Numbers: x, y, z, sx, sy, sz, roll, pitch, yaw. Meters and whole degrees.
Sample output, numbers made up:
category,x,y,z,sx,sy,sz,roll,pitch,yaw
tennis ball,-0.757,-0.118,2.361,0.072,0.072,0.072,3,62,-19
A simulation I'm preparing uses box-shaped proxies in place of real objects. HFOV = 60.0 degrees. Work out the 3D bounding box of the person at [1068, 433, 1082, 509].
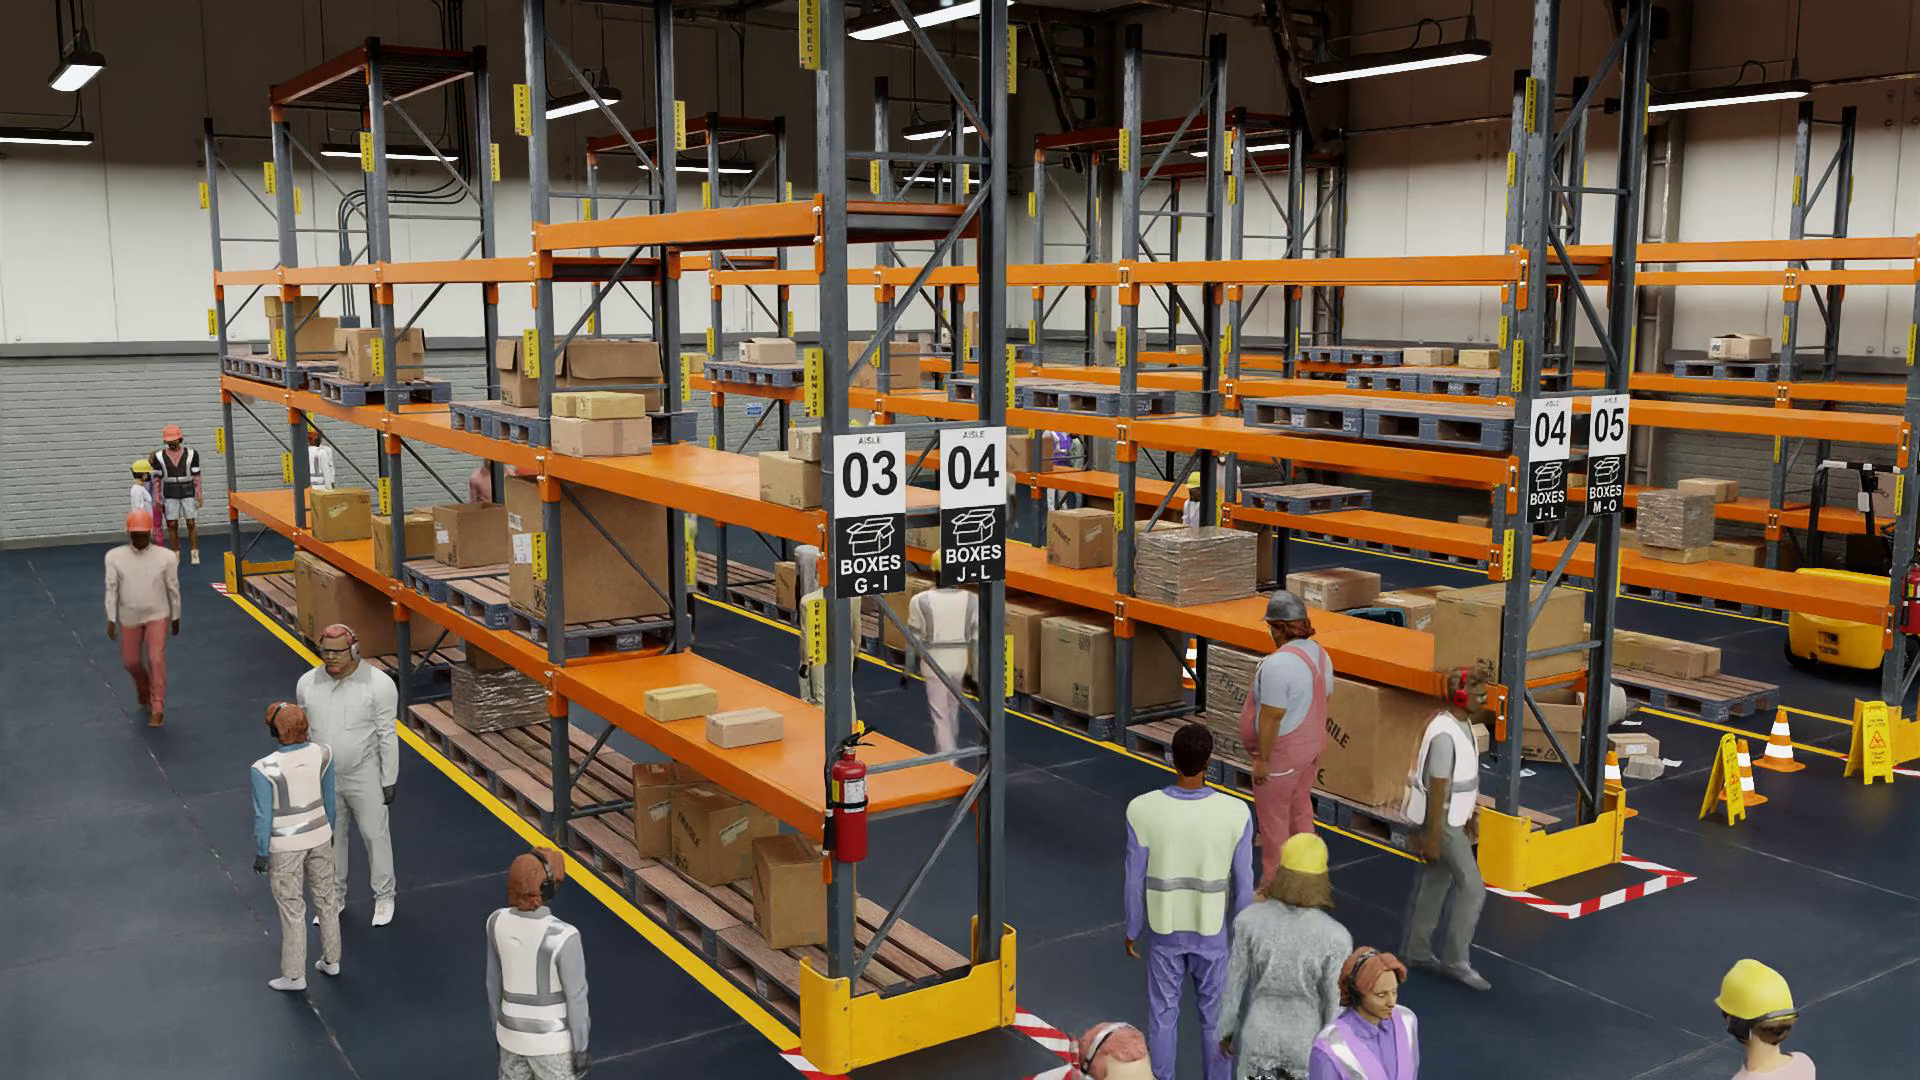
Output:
category,x,y,z,sx,sy,sz,roll,pitch,yaw
person,1.975,-1.228,28.880,0.282,1.636,0.500,-1,9,-8

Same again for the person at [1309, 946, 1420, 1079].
category,x,y,z,sx,sy,sz,roll,pitch,yaw
person,1.430,2.224,5.915,0.519,1.633,0.311,-6,10,-34

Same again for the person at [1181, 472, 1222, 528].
category,x,y,z,sx,sy,sz,roll,pitch,yaw
person,2.784,0.110,19.374,0.404,1.823,0.596,-6,10,-34

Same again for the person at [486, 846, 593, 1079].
category,x,y,z,sx,sy,sz,roll,pitch,yaw
person,-1.737,2.075,6.871,0.515,1.641,0.314,5,10,30

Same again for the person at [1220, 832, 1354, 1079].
category,x,y,z,sx,sy,sz,roll,pitch,yaw
person,1.298,2.057,6.746,0.539,1.707,0.708,4,9,22

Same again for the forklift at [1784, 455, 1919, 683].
category,x,y,z,sx,sy,sz,roll,pitch,yaw
forklift,9.643,0.253,17.172,2.313,2.155,1.214,-6,10,-33

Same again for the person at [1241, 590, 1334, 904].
category,x,y,z,sx,sy,sz,roll,pitch,yaw
person,2.063,1.311,10.635,0.537,2.000,0.686,7,11,40

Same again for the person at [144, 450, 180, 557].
category,x,y,z,sx,sy,sz,roll,pitch,yaw
person,-11.482,-0.480,23.909,0.268,1.632,0.507,7,11,39

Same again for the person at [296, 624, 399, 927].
category,x,y,z,sx,sy,sz,roll,pitch,yaw
person,-3.770,1.446,10.228,0.641,1.899,0.394,1,9,4

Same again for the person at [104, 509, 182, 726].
category,x,y,z,sx,sy,sz,roll,pitch,yaw
person,-7.400,0.673,15.104,0.621,1.972,0.686,-3,9,-18

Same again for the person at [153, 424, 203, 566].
category,x,y,z,sx,sy,sz,roll,pitch,yaw
person,-11.087,-0.630,23.591,0.620,2.031,0.404,-3,9,-21

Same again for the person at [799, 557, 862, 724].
category,x,y,z,sx,sy,sz,roll,pitch,yaw
person,-1.091,0.966,13.904,0.561,1.744,0.338,-4,10,-27

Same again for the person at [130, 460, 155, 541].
category,x,y,z,sx,sy,sz,roll,pitch,yaw
person,-10.419,-0.147,21.261,0.325,1.765,0.534,-4,9,-24

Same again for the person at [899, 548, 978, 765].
category,x,y,z,sx,sy,sz,roll,pitch,yaw
person,-0.146,0.999,13.244,0.626,1.919,0.653,-3,9,-20

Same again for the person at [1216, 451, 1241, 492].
category,x,y,z,sx,sy,sz,roll,pitch,yaw
person,3.881,-0.570,24.503,0.501,1.633,0.281,3,9,20

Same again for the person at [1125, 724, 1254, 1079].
category,x,y,z,sx,sy,sz,roll,pitch,yaw
person,1.062,1.805,7.747,0.591,1.917,0.379,1,9,7

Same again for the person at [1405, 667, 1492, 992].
category,x,y,z,sx,sy,sz,roll,pitch,yaw
person,2.831,1.609,9.361,0.654,1.819,0.596,4,9,25

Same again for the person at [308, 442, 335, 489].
category,x,y,z,sx,sy,sz,roll,pitch,yaw
person,-10.294,-0.935,26.585,0.578,1.738,0.354,-4,9,-24

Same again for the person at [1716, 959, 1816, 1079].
category,x,y,z,sx,sy,sz,roll,pitch,yaw
person,2.568,2.231,5.424,0.528,1.765,0.328,-6,11,-36

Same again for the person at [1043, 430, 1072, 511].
category,x,y,z,sx,sy,sz,roll,pitch,yaw
person,1.737,-1.322,28.846,0.623,1.839,0.429,-6,11,-37

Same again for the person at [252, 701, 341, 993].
category,x,y,z,sx,sy,sz,roll,pitch,yaw
person,-3.711,1.708,9.314,0.313,1.642,0.513,6,10,33

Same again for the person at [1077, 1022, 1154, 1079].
category,x,y,z,sx,sy,sz,roll,pitch,yaw
person,0.425,2.272,4.727,0.643,1.894,0.434,-6,10,-33

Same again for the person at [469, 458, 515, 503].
category,x,y,z,sx,sy,sz,roll,pitch,yaw
person,-6.115,-0.295,21.907,0.643,1.870,0.903,-4,10,-26
